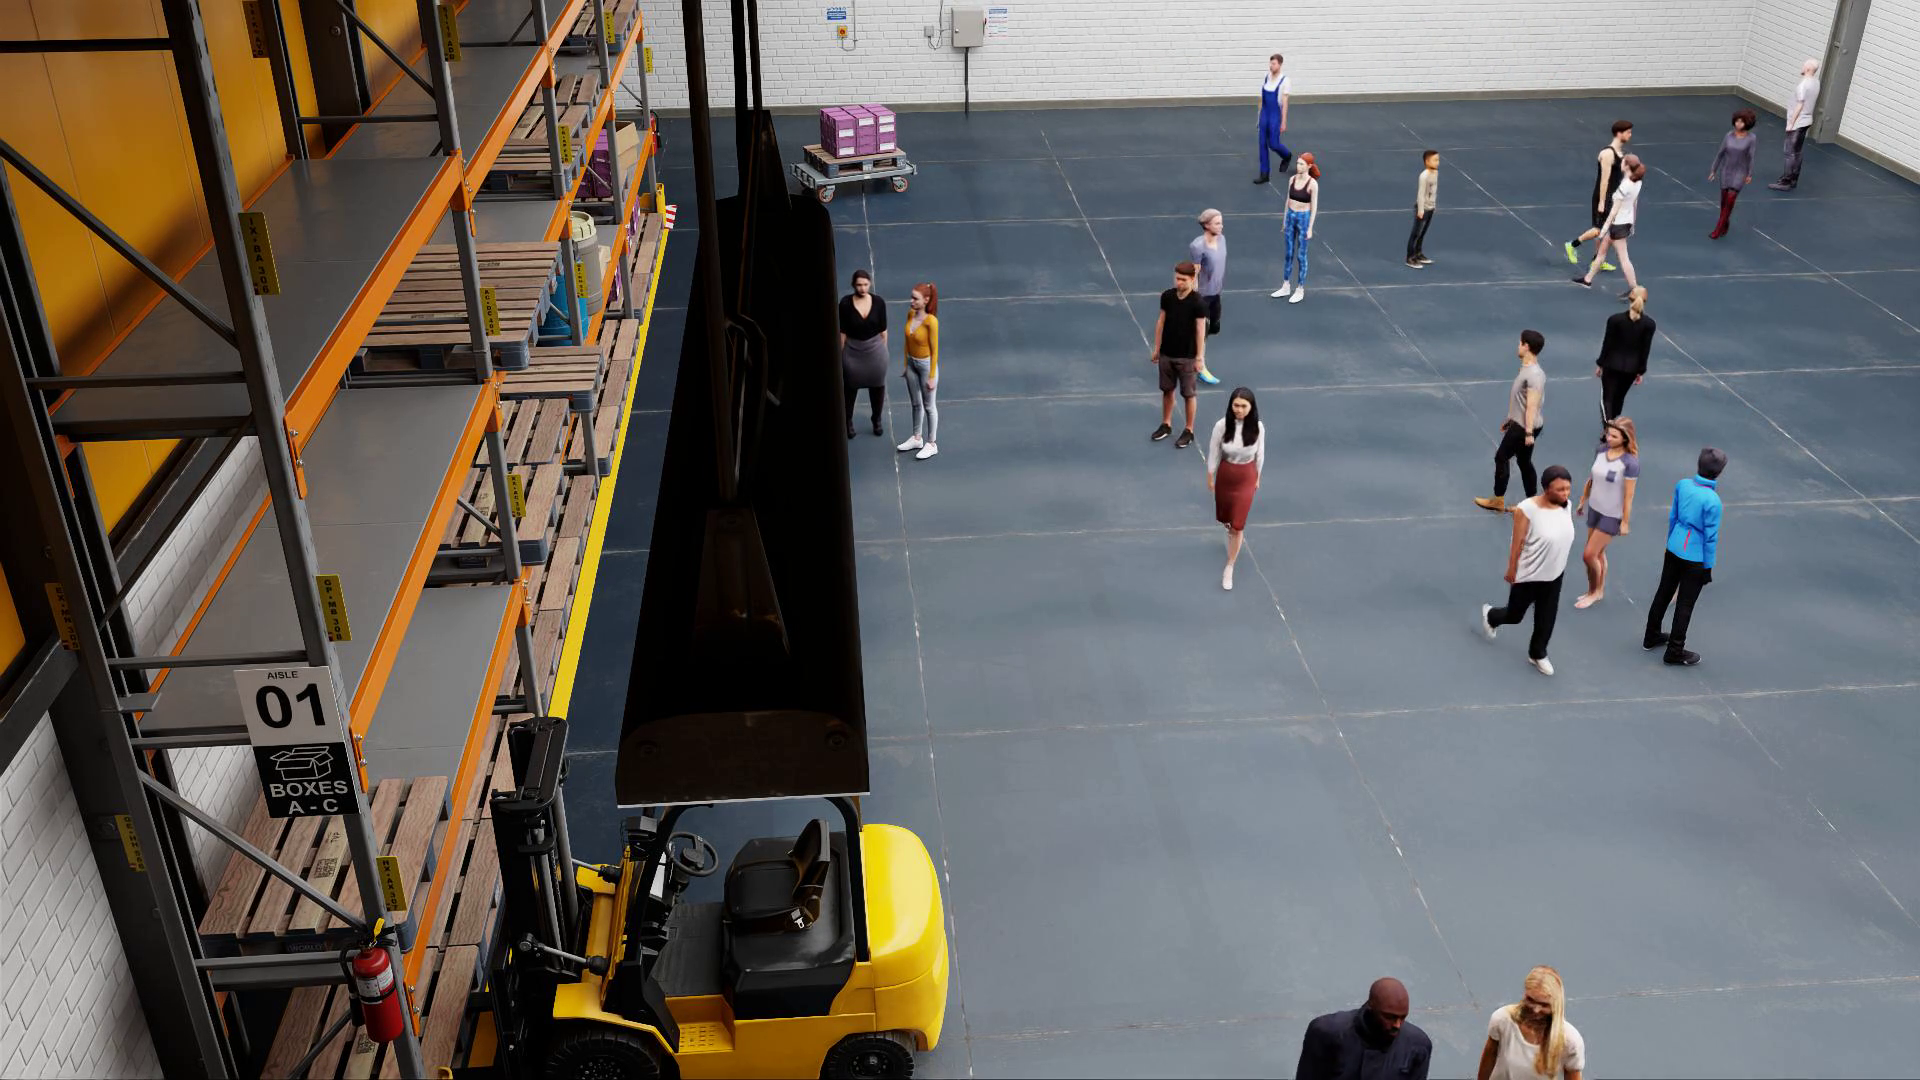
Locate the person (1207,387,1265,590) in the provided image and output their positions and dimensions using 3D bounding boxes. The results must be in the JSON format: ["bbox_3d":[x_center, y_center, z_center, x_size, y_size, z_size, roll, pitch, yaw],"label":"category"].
[{"bbox_3d":[2.292,-0.485,13.856,0.785,1.728,1.095,5,29,9],"label":"person"}]

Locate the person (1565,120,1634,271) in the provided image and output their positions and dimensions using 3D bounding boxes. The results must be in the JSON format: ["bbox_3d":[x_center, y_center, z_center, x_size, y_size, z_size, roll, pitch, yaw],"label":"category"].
[{"bbox_3d":[7.938,-4.257,20.616,1.029,1.877,0.980,19,34,31],"label":"person"}]

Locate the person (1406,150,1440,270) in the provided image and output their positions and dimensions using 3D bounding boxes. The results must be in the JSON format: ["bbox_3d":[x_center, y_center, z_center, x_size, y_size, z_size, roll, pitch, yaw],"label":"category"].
[{"bbox_3d":[5.835,-4.179,20.905,0.684,1.463,0.622,21,35,34],"label":"person"}]

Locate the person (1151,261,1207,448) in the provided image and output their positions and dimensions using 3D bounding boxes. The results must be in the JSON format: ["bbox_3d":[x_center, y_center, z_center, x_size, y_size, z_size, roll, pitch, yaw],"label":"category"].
[{"bbox_3d":[2.149,-1.836,16.195,0.746,1.859,0.797,21,35,33],"label":"person"}]

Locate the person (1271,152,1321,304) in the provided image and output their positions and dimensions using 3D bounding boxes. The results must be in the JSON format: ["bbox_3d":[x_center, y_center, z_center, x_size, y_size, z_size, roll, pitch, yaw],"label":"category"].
[{"bbox_3d":[4.013,-3.708,19.706,0.739,1.784,0.668,-23,36,-36],"label":"person"}]

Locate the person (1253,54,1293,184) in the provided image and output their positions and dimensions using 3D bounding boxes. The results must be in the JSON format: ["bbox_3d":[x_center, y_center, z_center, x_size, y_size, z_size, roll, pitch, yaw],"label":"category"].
[{"bbox_3d":[4.559,-6.097,24.034,1.014,1.833,1.001,-24,37,-37],"label":"person"}]

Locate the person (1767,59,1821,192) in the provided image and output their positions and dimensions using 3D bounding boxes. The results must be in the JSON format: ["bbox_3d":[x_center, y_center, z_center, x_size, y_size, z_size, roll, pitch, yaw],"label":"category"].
[{"bbox_3d":[11.963,-5.927,23.726,0.752,1.830,0.779,-23,36,-36],"label":"person"}]

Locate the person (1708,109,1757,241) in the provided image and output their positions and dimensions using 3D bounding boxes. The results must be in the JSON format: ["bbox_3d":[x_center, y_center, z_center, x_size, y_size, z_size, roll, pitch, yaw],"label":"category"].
[{"bbox_3d":[10.177,-4.803,21.817,1.045,1.684,1.030,-25,37,-38],"label":"person"}]

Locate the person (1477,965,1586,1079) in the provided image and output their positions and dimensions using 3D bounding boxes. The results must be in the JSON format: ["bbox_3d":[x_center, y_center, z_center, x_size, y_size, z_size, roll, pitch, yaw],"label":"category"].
[{"bbox_3d":[2.705,2.704,7.973,1.020,1.763,1.222,13,31,22],"label":"person"}]

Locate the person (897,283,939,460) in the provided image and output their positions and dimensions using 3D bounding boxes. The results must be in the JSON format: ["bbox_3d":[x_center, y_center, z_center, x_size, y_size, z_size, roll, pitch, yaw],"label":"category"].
[{"bbox_3d":[-0.357,-1.636,15.942,0.740,1.750,0.660,-23,36,-35],"label":"person"}]

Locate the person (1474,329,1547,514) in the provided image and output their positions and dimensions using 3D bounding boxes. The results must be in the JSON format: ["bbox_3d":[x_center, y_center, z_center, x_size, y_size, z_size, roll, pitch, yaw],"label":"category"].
[{"bbox_3d":[5.100,-0.997,14.853,0.935,1.672,0.889,5,29,9],"label":"person"}]

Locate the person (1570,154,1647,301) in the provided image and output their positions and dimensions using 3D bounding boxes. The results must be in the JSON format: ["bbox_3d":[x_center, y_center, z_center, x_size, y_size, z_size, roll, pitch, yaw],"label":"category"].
[{"bbox_3d":[7.891,-3.656,19.695,1.059,1.703,1.171,-25,38,-38],"label":"person"}]

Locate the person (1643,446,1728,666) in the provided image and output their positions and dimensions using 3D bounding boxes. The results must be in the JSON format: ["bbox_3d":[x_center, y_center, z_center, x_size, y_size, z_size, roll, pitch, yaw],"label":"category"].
[{"bbox_3d":[5.541,0.110,12.687,0.721,1.802,0.568,-10,30,-17],"label":"person"}]

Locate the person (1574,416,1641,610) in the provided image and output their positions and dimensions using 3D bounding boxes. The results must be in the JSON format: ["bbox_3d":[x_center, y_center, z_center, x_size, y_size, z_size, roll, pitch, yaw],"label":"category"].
[{"bbox_3d":[5.281,-0.221,13.391,0.755,1.709,0.625,-8,30,-14],"label":"person"}]

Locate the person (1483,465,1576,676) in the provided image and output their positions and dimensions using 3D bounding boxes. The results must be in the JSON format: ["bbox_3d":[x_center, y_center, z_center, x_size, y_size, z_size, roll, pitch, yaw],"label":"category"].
[{"bbox_3d":[4.385,0.186,12.690,0.820,1.668,1.020,-11,31,-20],"label":"person"}]

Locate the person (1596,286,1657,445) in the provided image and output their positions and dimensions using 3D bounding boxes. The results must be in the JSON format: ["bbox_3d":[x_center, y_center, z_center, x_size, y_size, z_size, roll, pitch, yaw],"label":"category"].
[{"bbox_3d":[6.319,-1.585,15.920,0.805,1.683,1.040,7,29,12],"label":"person"}]

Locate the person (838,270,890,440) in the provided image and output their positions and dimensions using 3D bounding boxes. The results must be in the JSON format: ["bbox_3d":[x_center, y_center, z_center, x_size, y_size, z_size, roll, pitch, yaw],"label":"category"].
[{"bbox_3d":[-0.955,-1.824,16.283,0.690,1.754,0.656,-6,29,-11],"label":"person"}]

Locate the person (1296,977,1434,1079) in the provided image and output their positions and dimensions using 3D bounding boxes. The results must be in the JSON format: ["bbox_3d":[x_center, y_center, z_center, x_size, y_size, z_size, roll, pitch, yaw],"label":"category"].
[{"bbox_3d":[1.863,2.696,7.946,0.839,1.802,0.831,5,29,9],"label":"person"}]

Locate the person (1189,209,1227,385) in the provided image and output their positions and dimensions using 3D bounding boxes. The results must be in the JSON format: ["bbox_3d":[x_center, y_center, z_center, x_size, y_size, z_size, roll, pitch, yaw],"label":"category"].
[{"bbox_3d":[2.523,-2.603,17.590,0.993,1.870,1.085,-25,37,-37],"label":"person"}]
